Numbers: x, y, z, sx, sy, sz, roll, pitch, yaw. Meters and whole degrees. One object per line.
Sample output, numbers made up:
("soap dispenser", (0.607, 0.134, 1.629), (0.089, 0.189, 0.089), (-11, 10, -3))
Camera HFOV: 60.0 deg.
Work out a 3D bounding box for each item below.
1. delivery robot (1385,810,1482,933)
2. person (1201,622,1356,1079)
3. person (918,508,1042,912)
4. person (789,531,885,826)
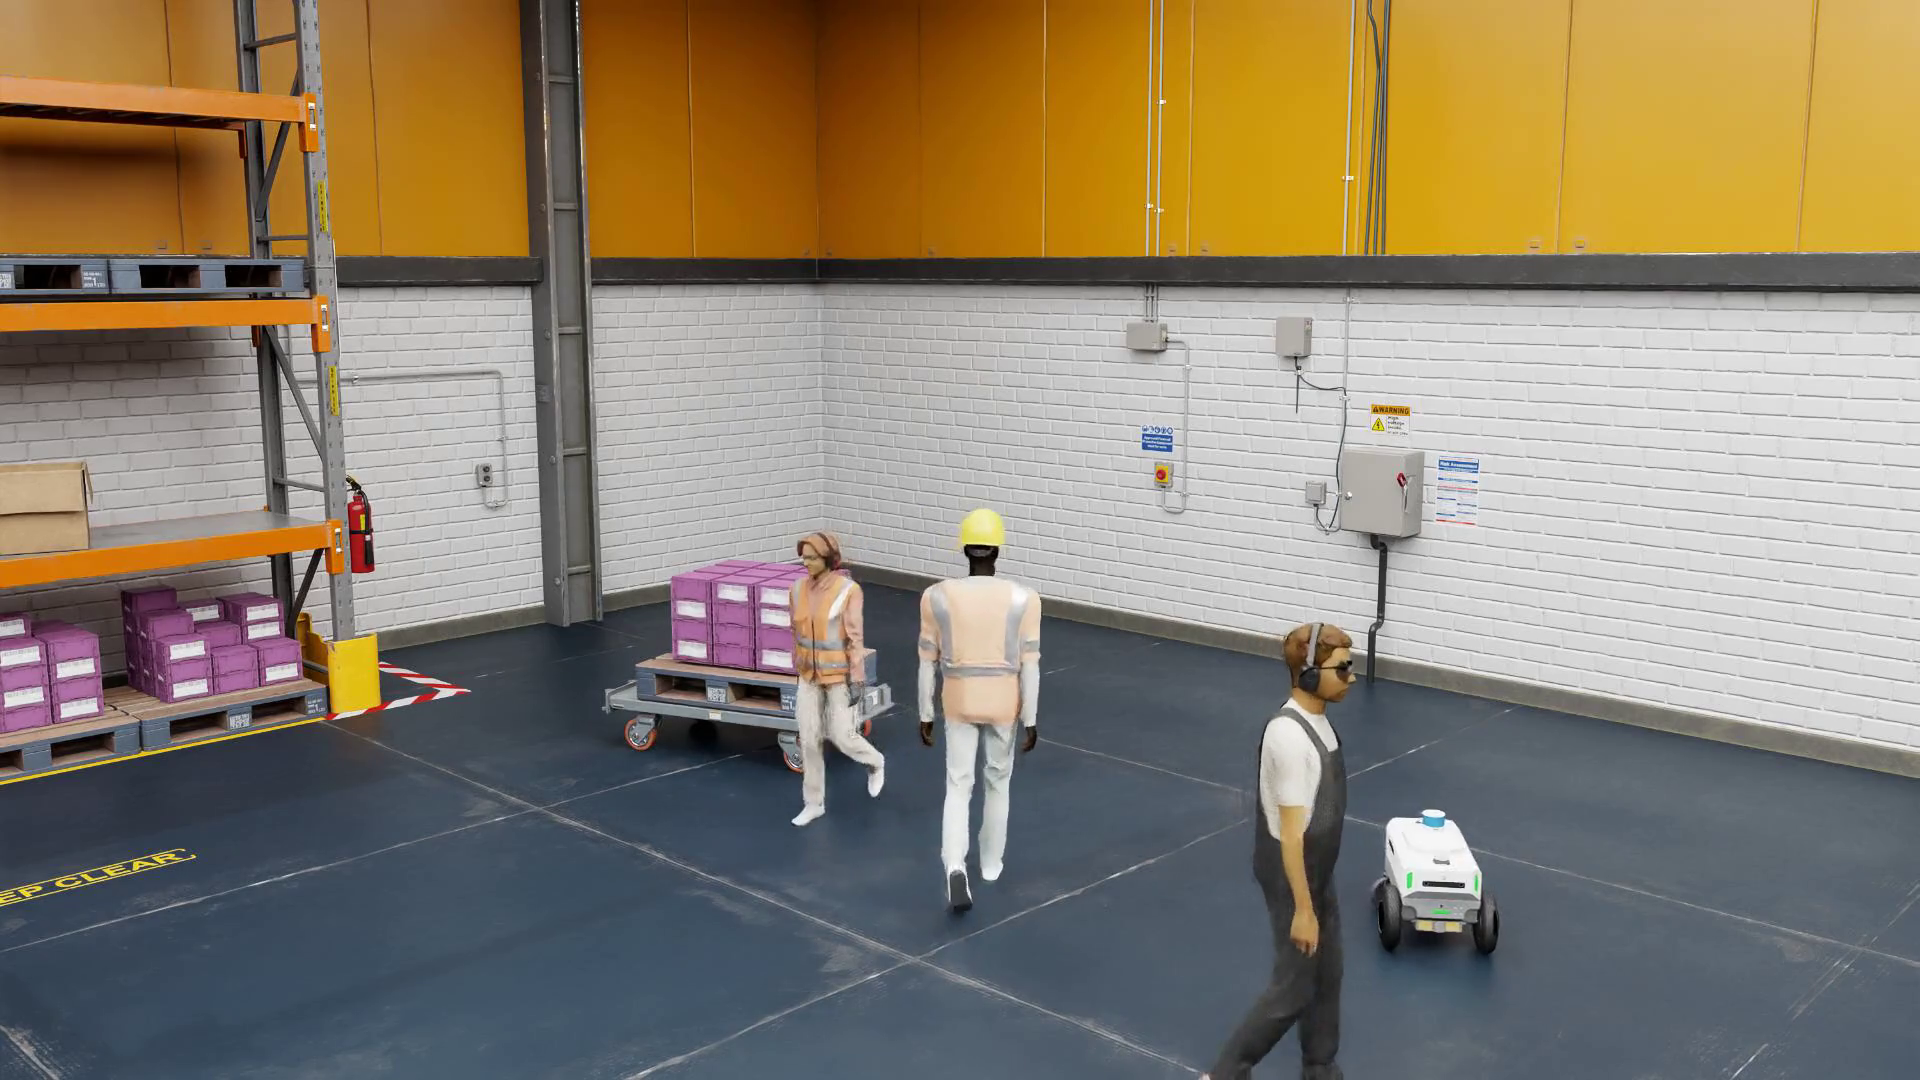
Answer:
("delivery robot", (2.159, 1.479, 7.612), (0.477, 0.478, 0.707), (1, 9, 7))
("person", (1.182, 1.191, 5.807), (0.545, 1.853, 0.529), (4, 10, 24))
("person", (0.087, 0.800, 7.955), (0.591, 1.904, 0.817), (1, 9, 5))
("person", (-0.689, 0.740, 9.166), (0.522, 1.617, 0.570), (6, 11, 31))
